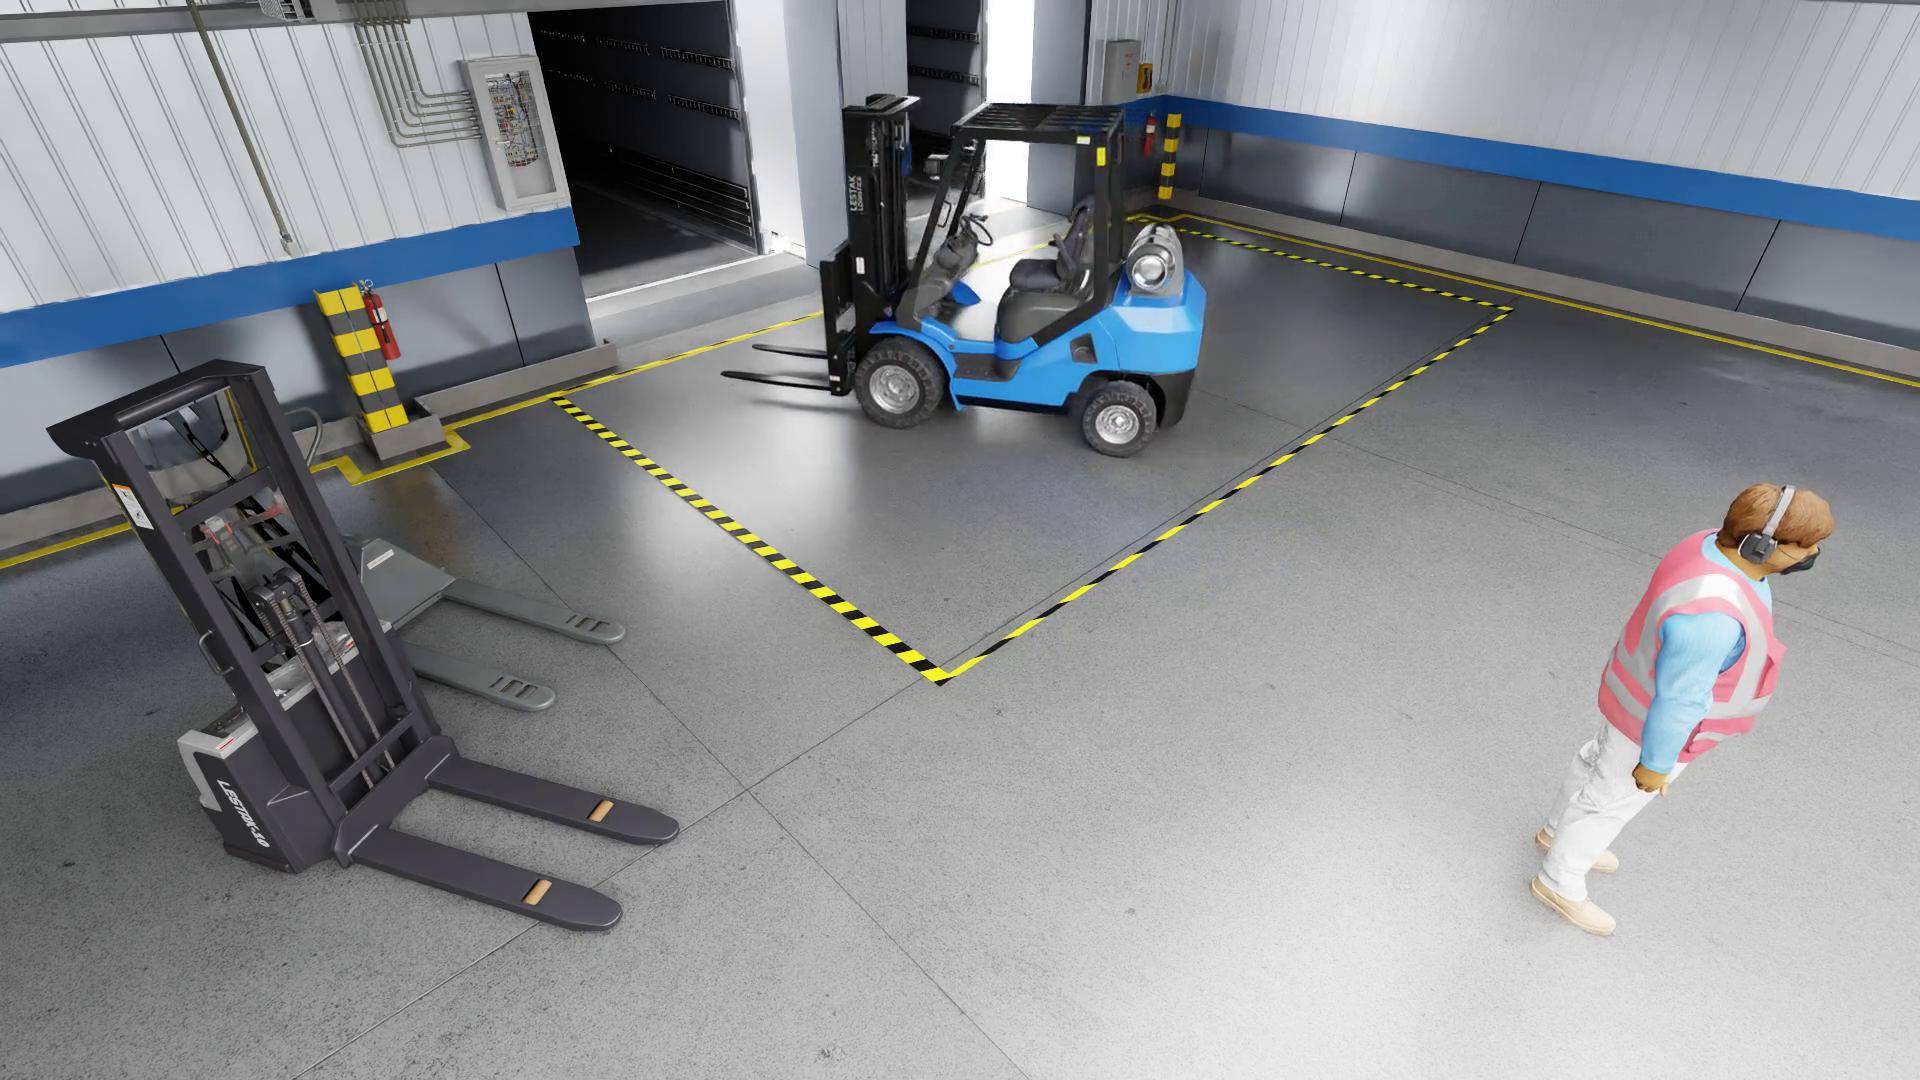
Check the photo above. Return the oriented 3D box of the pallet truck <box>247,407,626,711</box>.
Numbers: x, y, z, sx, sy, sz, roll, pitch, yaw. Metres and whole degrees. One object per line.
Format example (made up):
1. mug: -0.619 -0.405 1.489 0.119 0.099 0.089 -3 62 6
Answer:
1. pallet truck: -2.628 0.038 4.590 1.601 1.201 0.680 12 36 18

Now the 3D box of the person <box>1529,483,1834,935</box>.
1. person: 2.461 0.614 3.208 0.429 1.844 0.626 21 40 28

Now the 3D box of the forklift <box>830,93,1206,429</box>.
1. forklift: 0.443 -2.035 6.649 2.680 2.036 1.157 8 35 12

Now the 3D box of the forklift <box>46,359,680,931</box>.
1. forklift: -2.135 0.422 3.354 1.885 1.965 0.823 10 35 14
